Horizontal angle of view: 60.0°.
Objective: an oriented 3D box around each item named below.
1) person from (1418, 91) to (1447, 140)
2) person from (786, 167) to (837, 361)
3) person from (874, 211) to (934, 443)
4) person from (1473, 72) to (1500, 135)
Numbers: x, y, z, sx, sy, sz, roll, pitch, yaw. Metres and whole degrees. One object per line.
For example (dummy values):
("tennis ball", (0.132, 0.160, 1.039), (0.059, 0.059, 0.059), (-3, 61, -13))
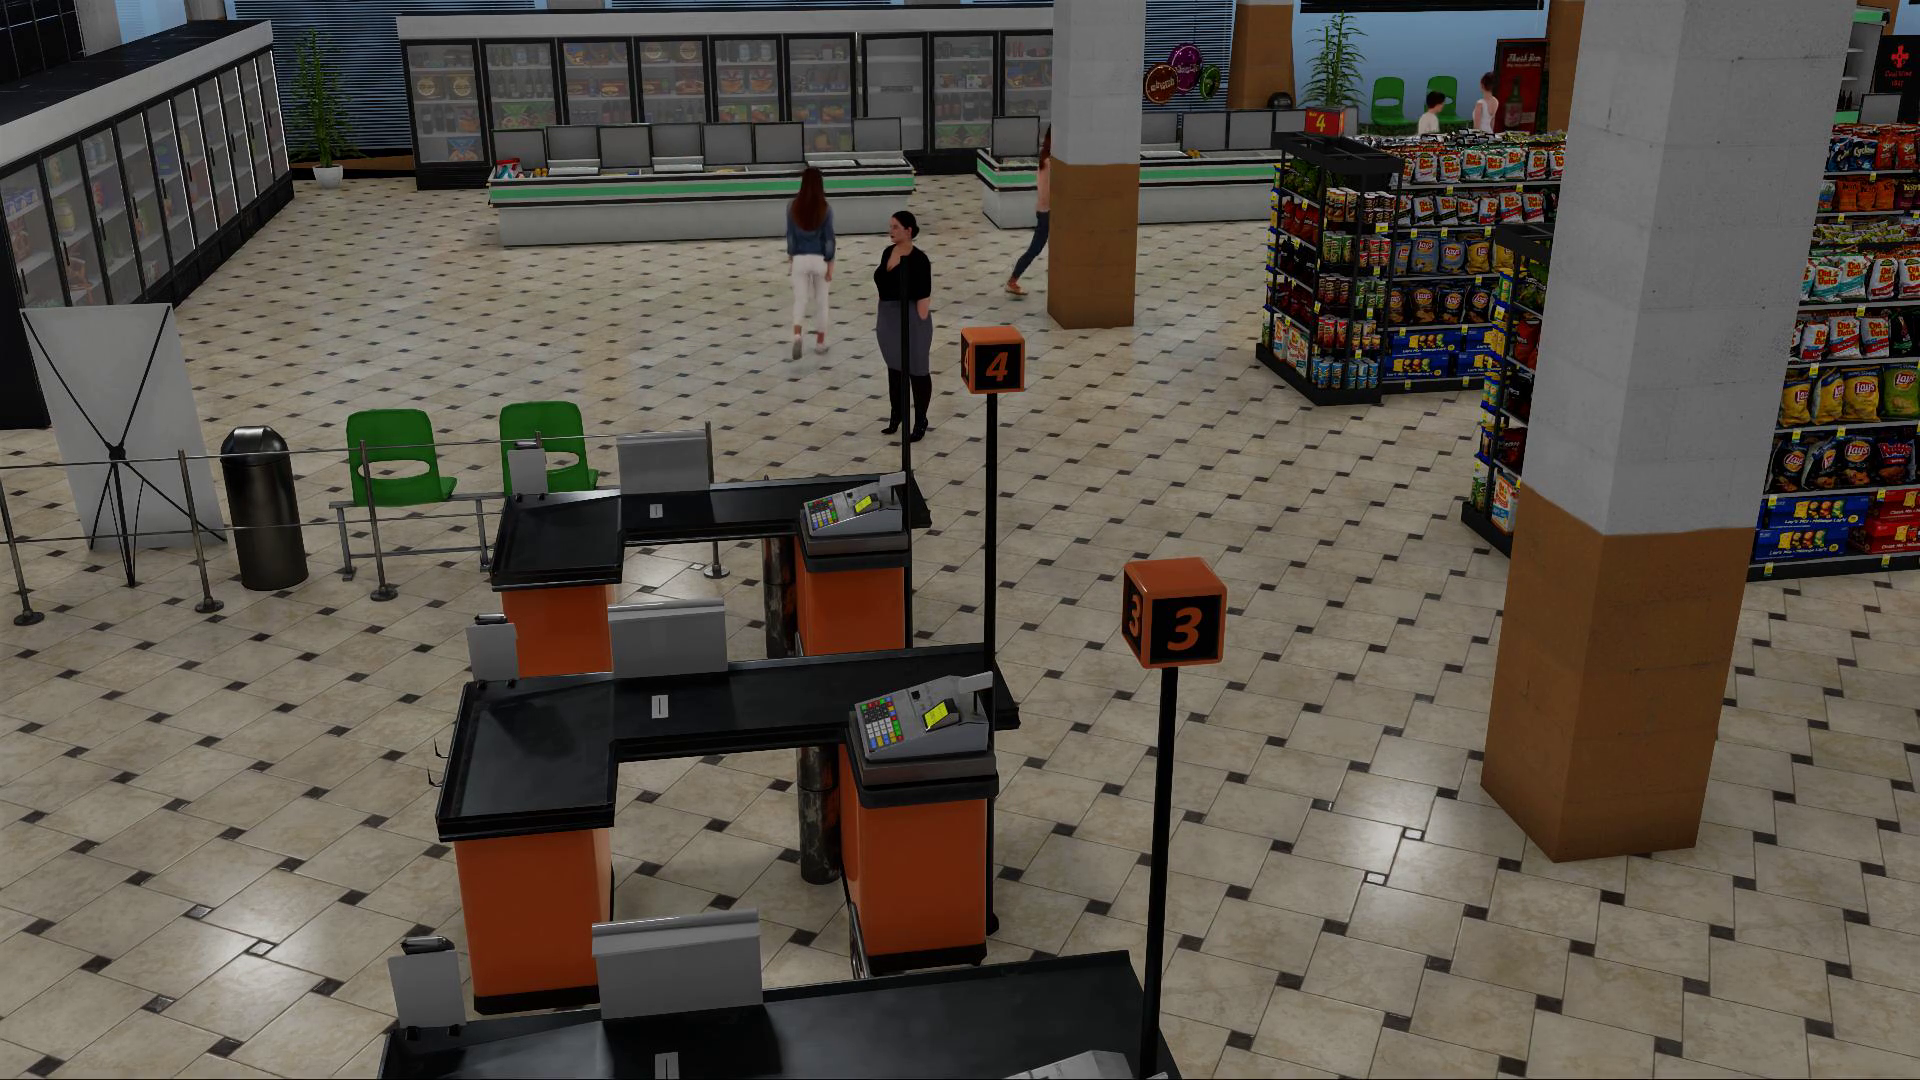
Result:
("person", (5.581, -4.590, 20.169), (1.046, 1.633, 0.691), (-2, 22, -4))
("person", (-1.342, -2.405, 14.663), (0.984, 1.683, 0.846), (3, 22, 7))
("person", (-0.413, -1.625, 12.618), (0.802, 1.760, 0.775), (-19, 29, -39))
("person", (6.547, -4.930, 20.800), (0.561, 1.792, 0.690), (-15, 26, -33))
